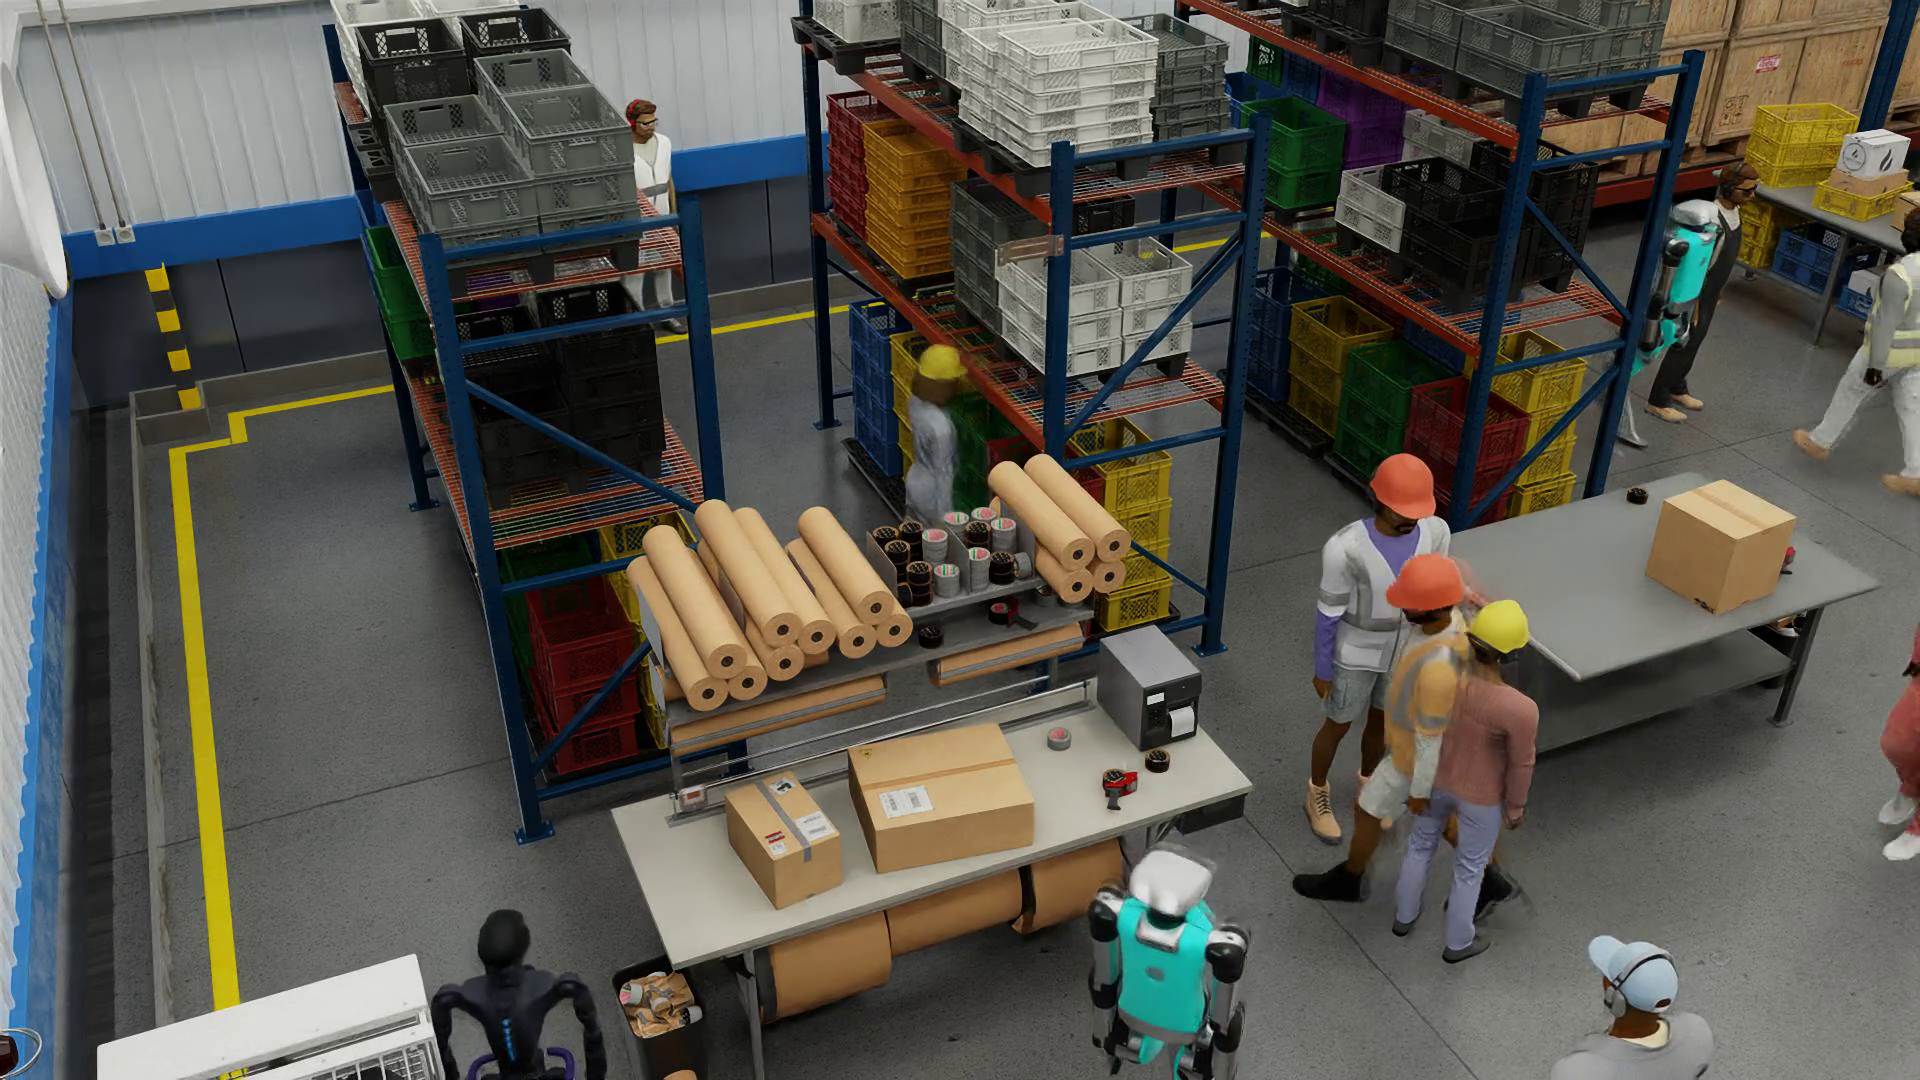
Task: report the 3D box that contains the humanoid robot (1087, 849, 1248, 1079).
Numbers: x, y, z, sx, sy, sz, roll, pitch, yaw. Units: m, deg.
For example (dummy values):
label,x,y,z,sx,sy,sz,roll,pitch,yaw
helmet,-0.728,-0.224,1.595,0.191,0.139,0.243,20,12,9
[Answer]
label,x,y,z,sx,sy,sz,roll,pitch,yaw
humanoid robot,0.821,1.626,5.948,0.548,1.762,0.964,14,34,22

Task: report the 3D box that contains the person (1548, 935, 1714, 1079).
label,x,y,z,sx,sy,sz,roll,pitch,yaw
person,1.986,1.969,5.262,0.593,1.851,0.398,-13,34,-21

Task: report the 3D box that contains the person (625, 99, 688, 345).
label,x,y,z,sx,sy,sz,roll,pitch,yaw
person,-2.326,-2.360,12.312,0.388,1.836,0.563,26,40,35

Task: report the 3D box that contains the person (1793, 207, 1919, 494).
label,x,y,z,sx,sy,sz,roll,pitch,yaw
person,5.931,-1.195,10.467,0.628,1.787,0.938,-11,33,-17

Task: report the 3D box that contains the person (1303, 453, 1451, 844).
label,x,y,z,sx,sy,sz,roll,pitch,yaw
person,1.869,0.507,7.473,0.598,2.035,0.402,-10,33,-16

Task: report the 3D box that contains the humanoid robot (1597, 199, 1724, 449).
label,x,y,z,sx,sy,sz,roll,pitch,yaw
humanoid robot,4.442,-1.374,10.854,0.542,1.857,0.665,-23,38,-32

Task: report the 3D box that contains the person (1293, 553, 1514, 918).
label,x,y,z,sx,sy,sz,roll,pitch,yaw
person,1.989,0.858,7.023,0.889,1.897,0.549,9,33,15

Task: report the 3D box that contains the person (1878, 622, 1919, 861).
label,x,y,z,sx,sy,sz,roll,pitch,yaw
person,4.457,0.629,7.387,0.455,1.907,0.594,-15,35,-23

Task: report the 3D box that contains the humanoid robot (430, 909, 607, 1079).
label,x,y,z,sx,sy,sz,roll,pitch,yaw
humanoid robot,-1.481,1.875,5.589,0.607,1.637,0.378,-5,32,-9

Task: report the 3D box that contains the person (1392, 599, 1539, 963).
label,x,y,z,sx,sy,sz,roll,pitch,yaw
person,2.107,1.002,6.914,0.532,1.767,0.308,27,41,36

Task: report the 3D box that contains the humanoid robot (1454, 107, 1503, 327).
label,x,y,z,sx,sy,sz,roll,pitch,yaw
humanoid robot,3.898,-2.296,12.284,0.965,1.743,0.544,10,33,16

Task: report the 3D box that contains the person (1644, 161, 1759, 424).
label,x,y,z,sx,sy,sz,roll,pitch,yaw
person,4.998,-1.663,11.185,0.331,1.836,0.502,23,38,32

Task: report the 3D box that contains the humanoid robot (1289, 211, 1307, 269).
label,x,y,z,sx,sy,sz,roll,pitch,yaw
humanoid robot,2.847,-2.996,13.444,0.553,1.777,0.813,-11,33,-18

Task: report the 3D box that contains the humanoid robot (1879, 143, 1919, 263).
label,x,y,z,sx,sy,sz,roll,pitch,yaw
humanoid robot,7.931,-2.794,13.153,0.537,1.762,1.029,-13,34,-20

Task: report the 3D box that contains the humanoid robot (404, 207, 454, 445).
label,x,y,z,sx,sy,sz,roll,pitch,yaw
humanoid robot,-3.461,-1.394,10.883,0.330,1.649,0.612,0,32,0

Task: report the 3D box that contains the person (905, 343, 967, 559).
label,x,y,z,sx,sy,sz,roll,pitch,yaw
person,-0.136,-0.270,9.009,0.320,1.740,0.492,-11,33,-17
